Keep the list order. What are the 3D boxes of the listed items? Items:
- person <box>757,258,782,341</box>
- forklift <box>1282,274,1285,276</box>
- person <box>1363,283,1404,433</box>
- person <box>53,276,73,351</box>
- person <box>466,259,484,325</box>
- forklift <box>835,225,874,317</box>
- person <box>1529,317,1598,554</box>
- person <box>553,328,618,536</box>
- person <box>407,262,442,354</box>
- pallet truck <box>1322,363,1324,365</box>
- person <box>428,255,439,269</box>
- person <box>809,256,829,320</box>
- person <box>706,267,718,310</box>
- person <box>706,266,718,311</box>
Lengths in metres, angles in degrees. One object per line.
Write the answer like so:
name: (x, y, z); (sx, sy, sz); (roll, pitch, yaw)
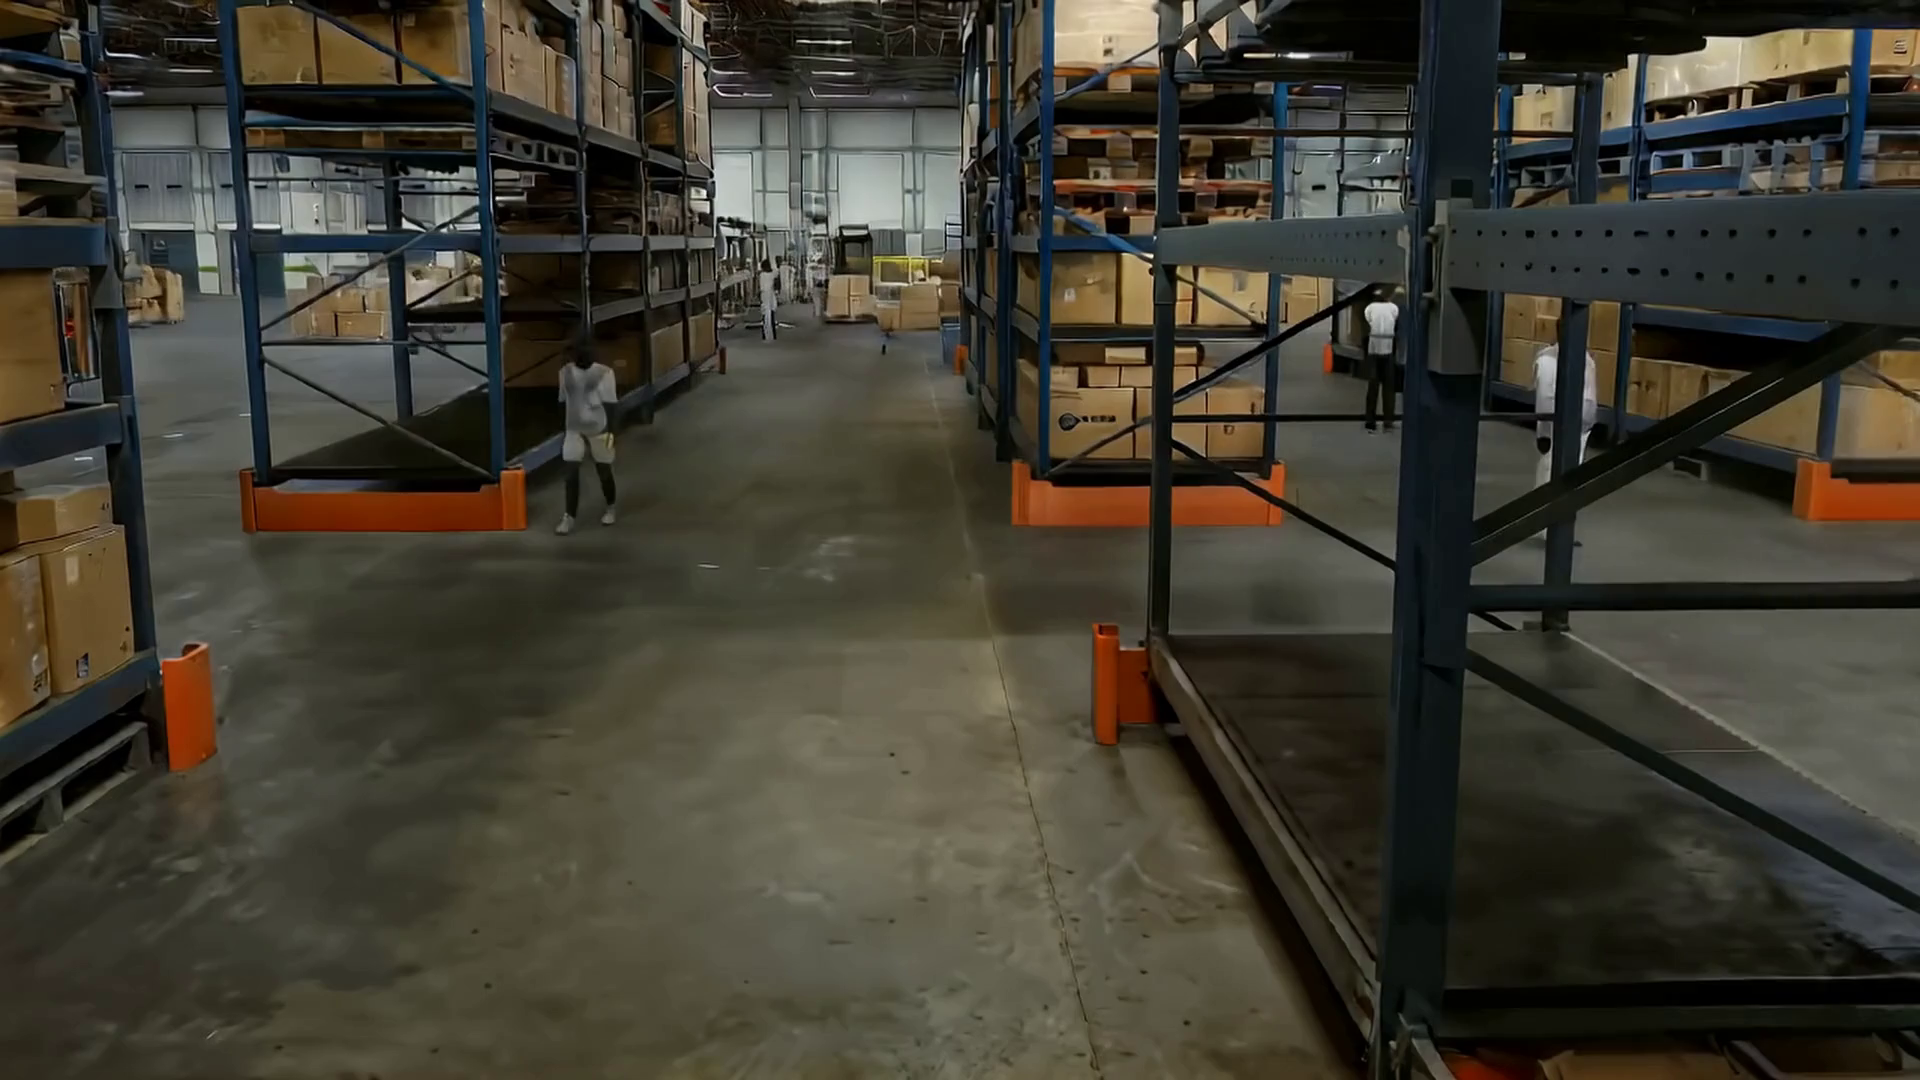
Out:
person: (-4.534, -5.708, 39.466); (0.603, 1.966, 0.368); (2, 10, 9)
forklift: (12.135, -10.832, 65.467); (1.129, 2.768, 1.873); (0, 10, -2)
person: (5.214, -2.267, 20.433); (0.370, 1.915, 0.596); (-9, 13, -40)
person: (-19.418, -4.877, 35.525); (0.542, 1.710, 0.925); (6, 12, 28)
person: (-13.695, -6.986, 46.868); (0.528, 1.865, 0.313); (9, 14, 41)
forklift: (-3.160, -7.991, 49.640); (1.129, 2.768, 1.873); (0, 10, -2)
person: (4.560, -0.811, 12.531); (0.633, 1.842, 0.429); (-9, 13, -40)
person: (-3.020, -0.890, 13.495); (0.539, 1.658, 0.784); (2, 10, 12)
person: (-11.211, -4.818, 34.651); (0.818, 1.918, 0.542); (6, 12, 28)
pallet truck: (7.712, -4.157, 30.737); (1.885, 1.965, 0.823); (3, 11, 16)
person: (-17.118, -8.302, 54.118); (0.387, 1.913, 0.763); (-3, 11, -17)
person: (-4.206, -7.520, 49.719); (0.591, 1.914, 0.392); (-4, 11, -22)
person: (-8.280, -8.526, 55.358); (0.492, 1.894, 0.638); (0, 10, 1)
person: (-8.400, -8.673, 56.343); (0.624, 1.841, 0.430); (9, 13, 41)
